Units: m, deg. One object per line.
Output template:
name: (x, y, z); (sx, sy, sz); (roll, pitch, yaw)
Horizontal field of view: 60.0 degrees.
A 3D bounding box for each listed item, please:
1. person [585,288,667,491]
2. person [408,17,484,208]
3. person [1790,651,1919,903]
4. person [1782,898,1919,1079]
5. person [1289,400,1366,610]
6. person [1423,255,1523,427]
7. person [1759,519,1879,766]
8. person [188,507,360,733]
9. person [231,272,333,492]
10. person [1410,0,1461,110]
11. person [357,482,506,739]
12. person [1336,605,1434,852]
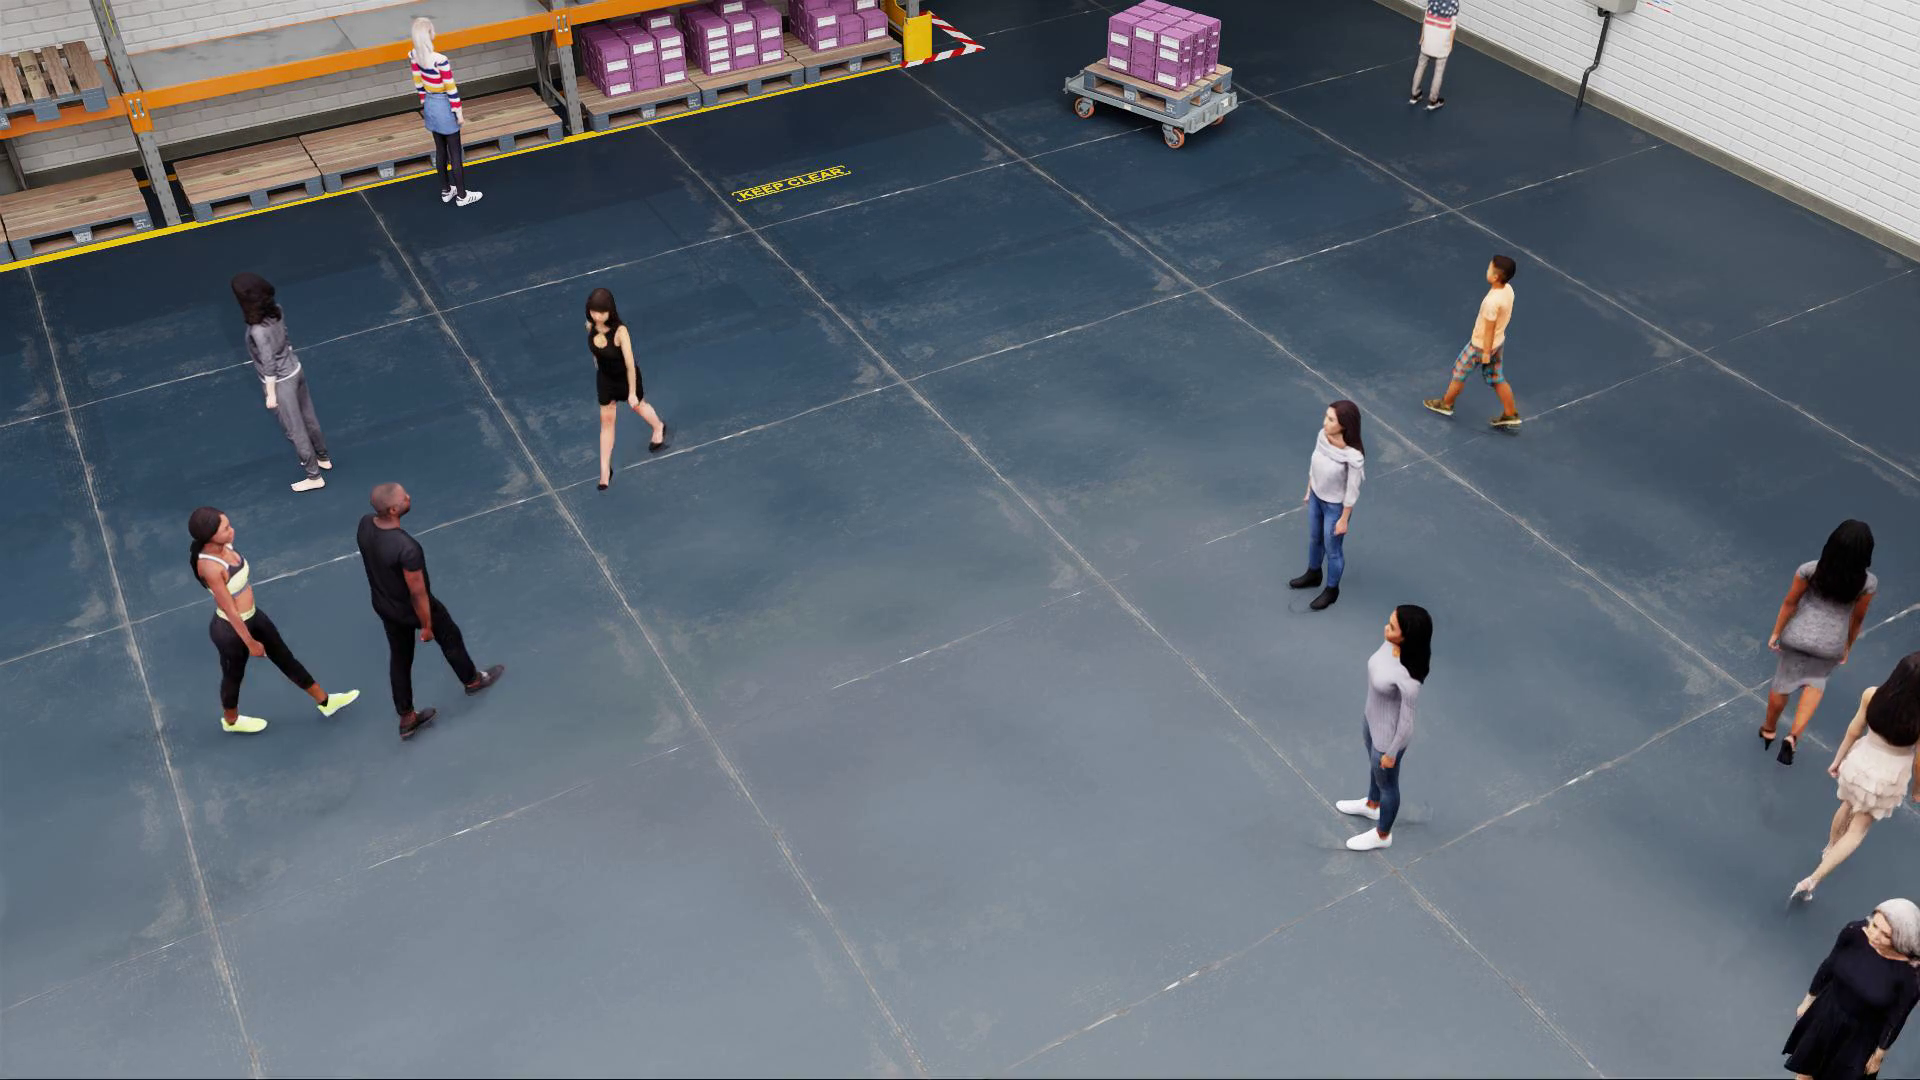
person: (-2.453, -1.201, 12.235); (1.009, 1.594, 1.160); (19, 42, 22)
person: (-4.874, -4.024, 15.598); (0.720, 1.808, 0.683); (22, 44, 25)
person: (4.889, 1.330, 8.968); (0.827, 1.716, 0.581); (-22, 44, -26)
person: (4.203, 2.259, 7.791); (0.781, 1.732, 0.603); (-20, 43, -23)
person: (2.461, -0.245, 11.008); (0.544, 1.631, 0.628); (-15, 41, -18)
person: (4.103, -1.479, 12.709); (0.850, 1.437, 0.996); (26, 46, 29)
person: (5.003, 0.660, 9.763); (0.807, 1.771, 0.890); (16, 41, 19)
person: (-4.412, 0.538, 9.958); (1.155, 1.717, 0.887); (-4, 39, -5)
person: (-4.896, -1.153, 12.041); (0.688, 1.761, 0.676); (1, 39, 2)
person: (5.016, -5.281, 17.471); (0.587, 1.435, 0.593); (30, 47, 32)
person: (-3.390, 0.463, 9.995); (0.949, 1.789, 1.132); (23, 44, 26)
person: (2.409, 1.047, 9.307); (0.695, 1.734, 0.689); (1, 39, 1)
